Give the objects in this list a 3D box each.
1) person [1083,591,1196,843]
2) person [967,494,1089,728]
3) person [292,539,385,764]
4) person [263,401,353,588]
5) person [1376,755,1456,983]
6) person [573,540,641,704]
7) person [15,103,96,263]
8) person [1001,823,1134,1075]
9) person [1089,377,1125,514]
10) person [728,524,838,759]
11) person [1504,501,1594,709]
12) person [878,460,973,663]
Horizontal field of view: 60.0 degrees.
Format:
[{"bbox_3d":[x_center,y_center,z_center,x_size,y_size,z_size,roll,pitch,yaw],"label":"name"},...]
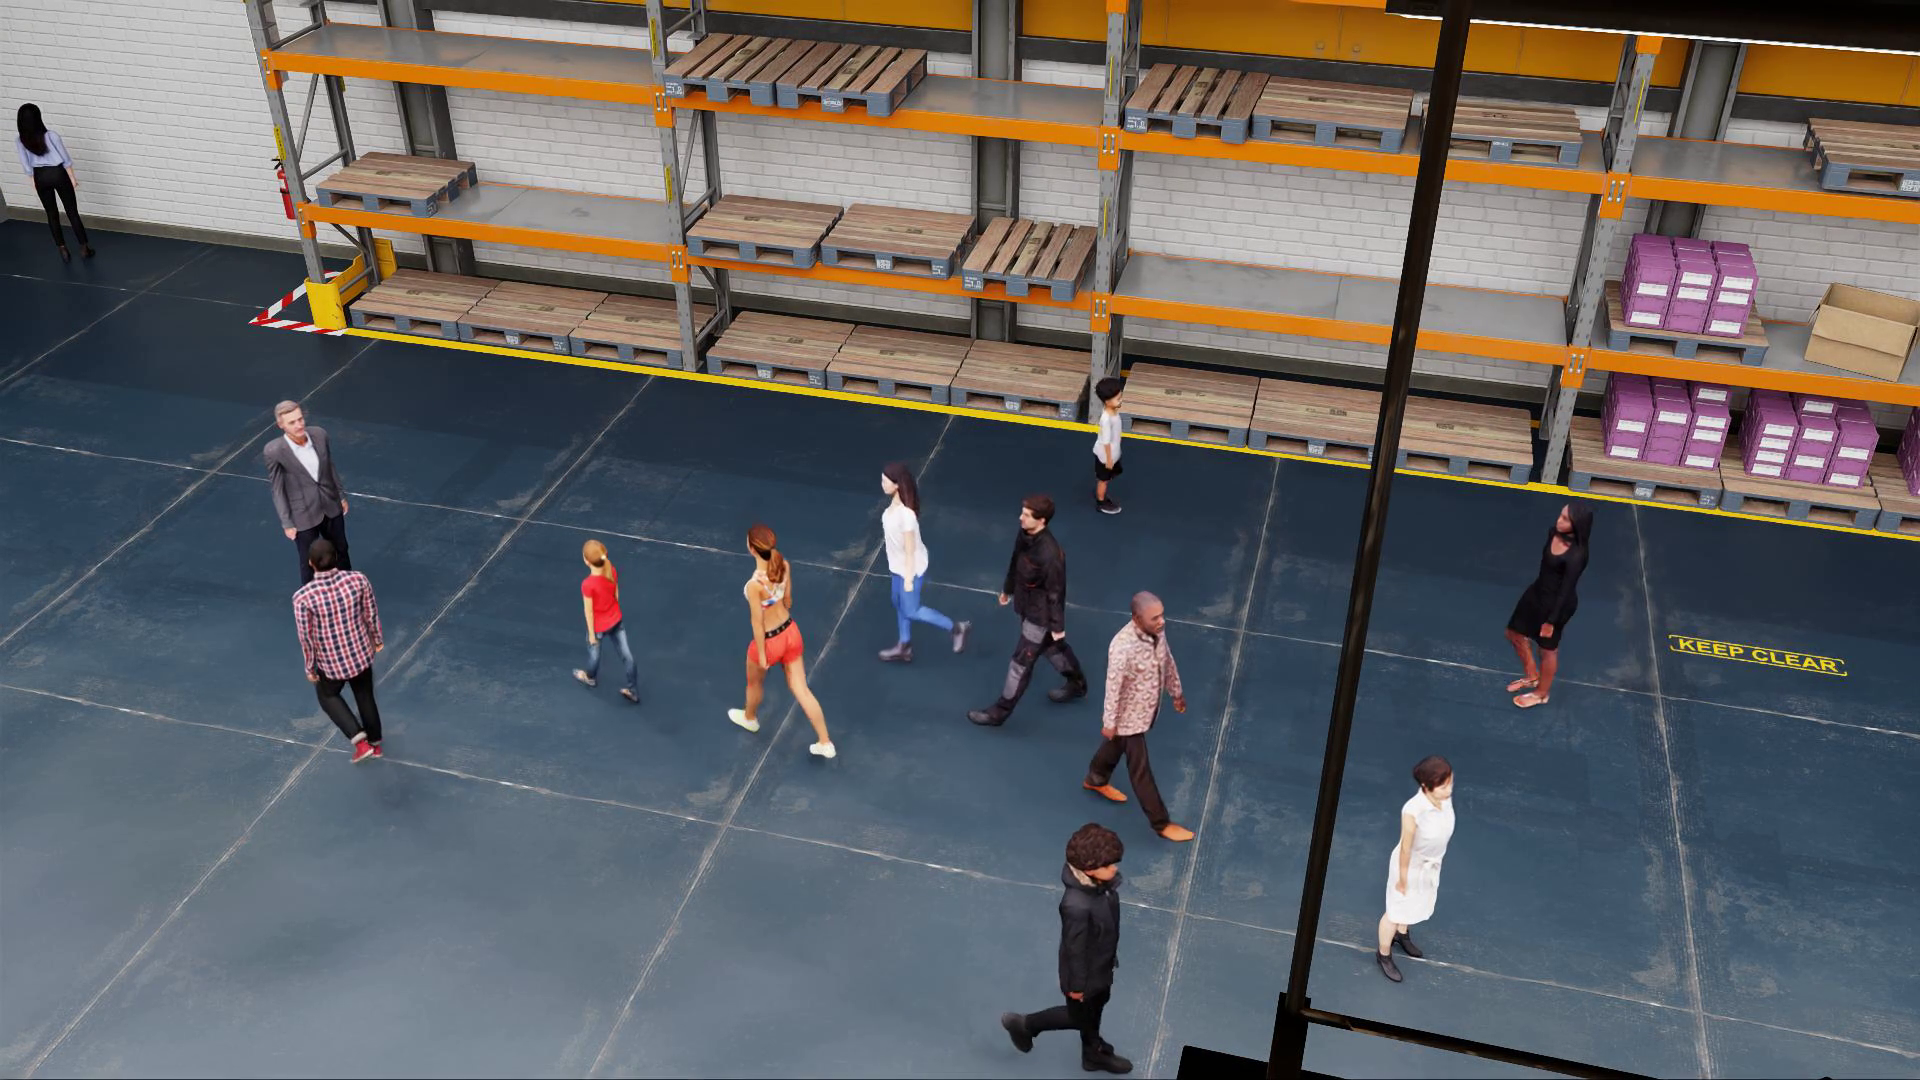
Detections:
[{"bbox_3d":[1.024,1.034,10.522,1.239,1.767,0.969,21,39,28],"label":"person"},{"bbox_3d":[0.625,0.473,11.347,1.295,1.787,1.104,-8,35,-12],"label":"person"},{"bbox_3d":[-4.028,0.778,10.920,0.852,1.752,0.883,-26,42,-33],"label":"person"},{"bbox_3d":[-4.800,-0.229,12.353,0.742,1.842,0.795,22,39,29],"label":"person"},{"bbox_3d":[2.600,1.845,9.492,0.651,1.556,0.636,27,42,34],"label":"person"},{"bbox_3d":[-2.421,0.604,11.601,0.872,1.288,0.703,24,41,32],"label":"person"},{"bbox_3d":[-9.758,-3.841,17.877,0.664,1.743,0.791,-8,34,-11],"label":"person"},{"bbox_3d":[0.597,2.184,8.796,0.958,1.762,0.650,11,35,16],"label":"person"},{"bbox_3d":[1.160,-0.781,13.718,0.490,1.251,0.490,8,34,12],"label":"person"},{"bbox_3d":[-1.144,0.722,11.011,1.237,1.743,0.908,24,40,31],"label":"person"},{"bbox_3d":[4.145,0.454,11.446,0.722,1.709,0.713,-3,34,-4],"label":"person"},{"bbox_3d":[-0.281,0.198,11.876,1.030,1.658,0.872,-7,34,-11],"label":"person"}]
